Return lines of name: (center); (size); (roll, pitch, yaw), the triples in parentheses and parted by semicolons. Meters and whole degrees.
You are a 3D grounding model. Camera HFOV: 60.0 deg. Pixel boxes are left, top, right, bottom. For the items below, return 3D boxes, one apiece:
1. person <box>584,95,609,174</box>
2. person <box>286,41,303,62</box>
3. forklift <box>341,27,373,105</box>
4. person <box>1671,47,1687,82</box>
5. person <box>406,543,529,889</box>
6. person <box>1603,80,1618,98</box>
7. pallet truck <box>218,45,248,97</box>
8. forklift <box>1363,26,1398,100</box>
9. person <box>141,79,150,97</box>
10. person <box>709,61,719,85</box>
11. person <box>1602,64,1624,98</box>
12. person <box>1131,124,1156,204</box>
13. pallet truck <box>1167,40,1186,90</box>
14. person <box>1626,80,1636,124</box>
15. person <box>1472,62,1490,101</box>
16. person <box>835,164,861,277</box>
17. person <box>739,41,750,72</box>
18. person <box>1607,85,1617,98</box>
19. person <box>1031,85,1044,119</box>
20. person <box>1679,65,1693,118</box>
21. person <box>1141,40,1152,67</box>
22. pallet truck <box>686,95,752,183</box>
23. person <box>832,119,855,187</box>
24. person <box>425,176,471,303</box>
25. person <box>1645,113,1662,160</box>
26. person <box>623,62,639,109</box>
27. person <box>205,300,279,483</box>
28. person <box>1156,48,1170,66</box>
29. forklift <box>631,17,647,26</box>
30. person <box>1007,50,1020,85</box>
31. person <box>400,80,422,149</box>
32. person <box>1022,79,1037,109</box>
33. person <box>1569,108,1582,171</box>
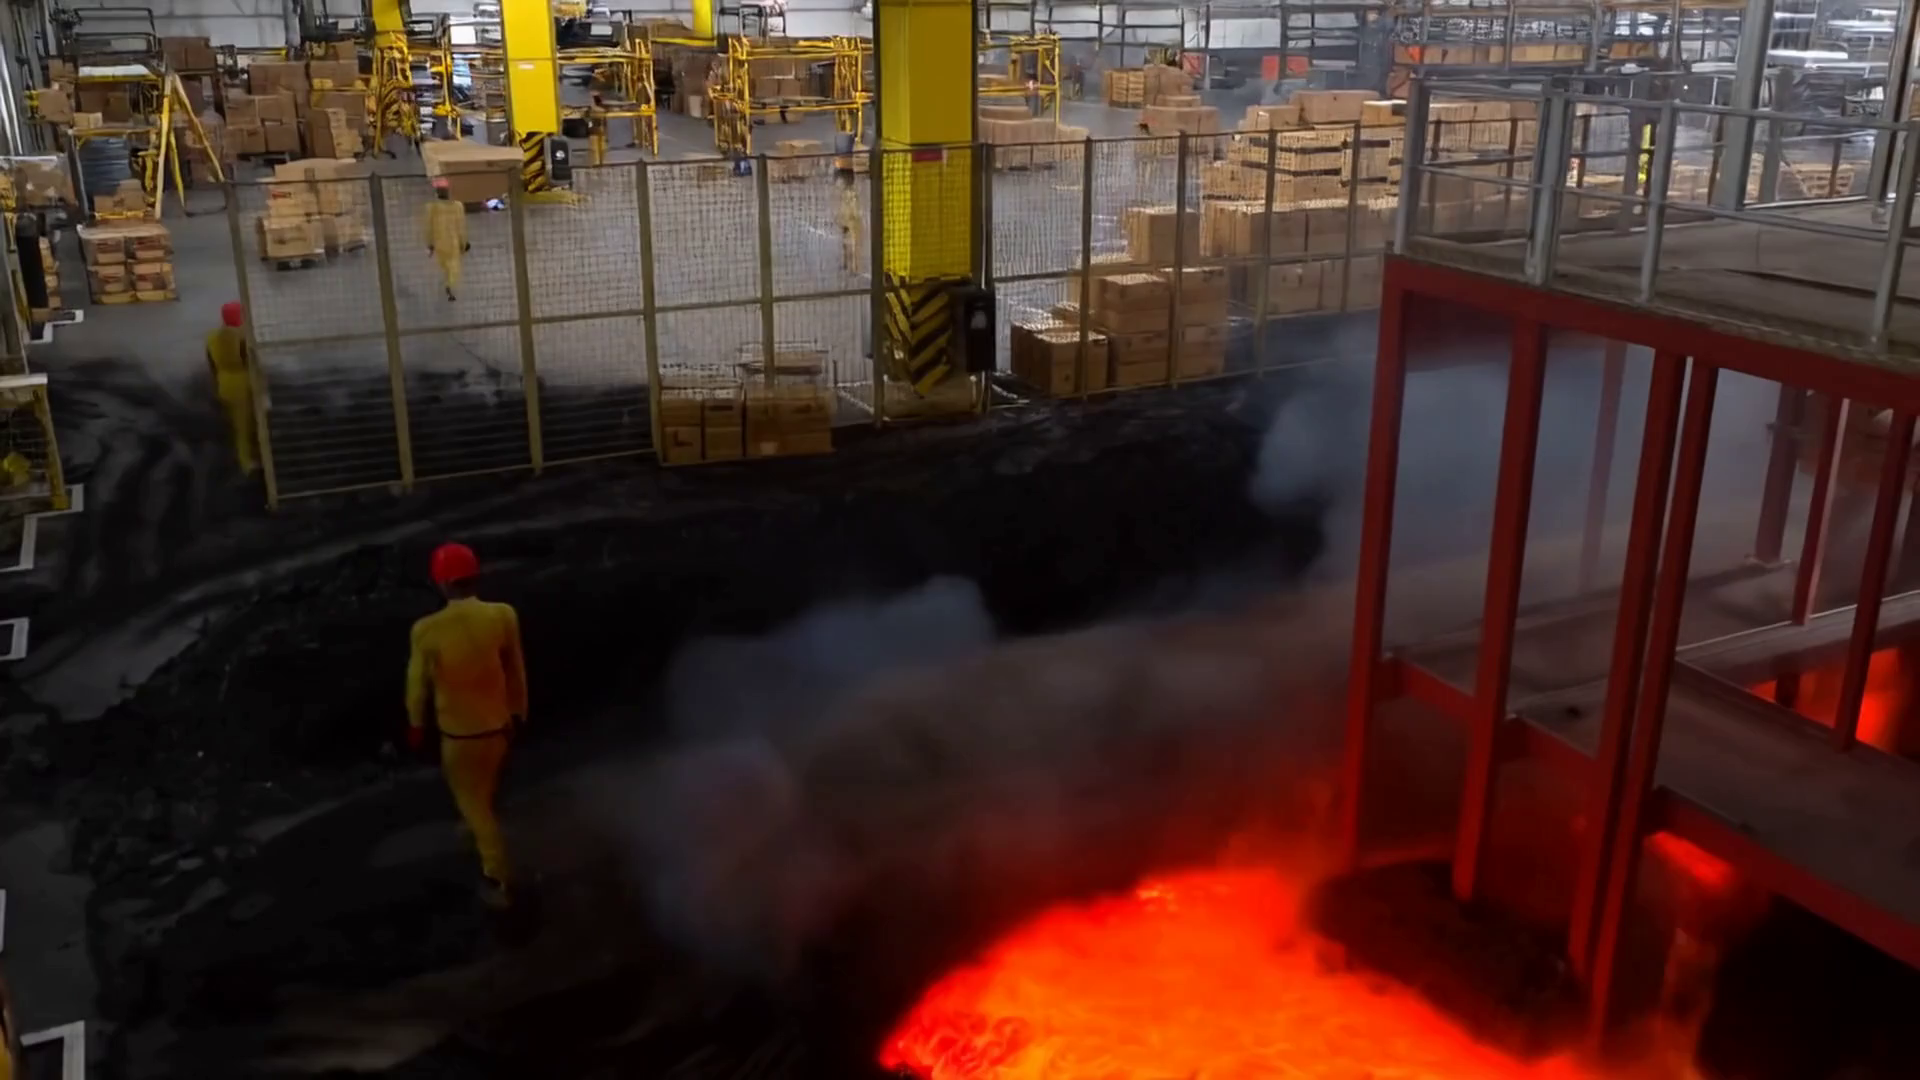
person: (-9.016, -10.087, 41.356); (0.589, 1.924, 0.383); (-13, 23, -33)
person: (-28.579, -20.489, 71.517); (0.638, 1.915, 0.513); (-5, 20, -14)
forklift: (-22.275, -17.346, 60.954); (1.873, 2.768, 1.129); (-9, 21, -25)
person: (31.399, -20.650, 72.441); (0.523, 1.619, 0.504); (3, 19, 9)
person: (-2.772, 0.951, 9.291); (0.617, 1.970, 0.717); (-17, 25, -39)
person: (18.808, -12.506, 48.313); (0.383, 1.959, 0.600); (-3, 19, -9)
pallet truck: (-28.879, -18.665, 66.111); (0.823, 1.965, 1.885); (-3, 19, -9)
forklift: (15.399, -17.701, 61.983); (1.873, 2.768, 1.129); (-9, 21, -25)
person: (-25.095, -13.431, 51.492); (0.525, 1.631, 0.319); (9, 21, 25)
person: (-8.347, -15.335, 56.647); (0.414, 1.869, 0.612); (-8, 21, -22)
person: (20.928, -14.278, 53.450); (0.619, 1.962, 0.835); (9, 21, 24)
person: (3.983, -8.176, 36.167); (0.502, 1.692, 0.912); (6, 20, 17)
pallet truck: (9.045, -19.971, 69.895); (0.823, 1.965, 1.885); (-3, 19, -8)
person: (22.171, -14.535, 54.513); (0.377, 1.754, 0.539); (15, 24, 37)
person: (16.681, -14.289, 53.358); (0.616, 2.000, 0.704); (5, 20, 15)
person: (-1.852, -5.315, 27.657); (0.429, 1.844, 0.640); (-2, 19, -6)
person: (-9.249, -20.381, 71.172); (0.632, 1.940, 0.372); (-7, 20, -18)
person: (17.740, -11.485, 45.489); (0.520, 1.871, 0.326); (-9, 21, -24)
person: (2.151, -11.828, 46.606); (0.981, 1.798, 0.535); (14, 24, 35)
person: (24.827, -15.257, 56.601); (0.401, 1.755, 0.530); (-8, 20, -21)
person: (8.276, -21.296, 73.971); (0.430, 1.845, 0.624); (9, 21, 26)
pallet truck: (-5.836, -9.608, 39.856); (0.823, 1.965, 1.885); (10, 22, 27)
person: (-2.615, -8.608, 37.426); (0.534, 1.692, 0.321); (7, 20, 19)
person: (-7.845, -4.642, 25.602); (0.606, 1.893, 0.789); (-1, 19, -3)
person: (15.727, -8.741, 37.493); (0.949, 1.891, 0.574); (-15, 24, -36)
person: (-11.814, -16.443, 59.762); (0.370, 1.935, 0.547); (18, 26, 42)
person: (-7.096, -1.466, 16.500); (0.647, 1.826, 0.456); (4, 19, 12)
person: (7.966, -18.168, 64.813); (0.630, 1.895, 0.692); (-12, 22, -31)
forklift: (-14.037, -21.519, 73.051); (1.873, 2.768, 1.129); (5, 20, 14)
person: (2.330, -20.711, 72.653); (0.613, 1.592, 0.822); (2, 19, 5)
person: (-15.511, -11.997, 46.927); (0.890, 1.908, 0.552); (15, 24, 37)
person: (1.975, -12.274, 47.771); (0.513, 1.876, 0.328); (-12, 22, -31)
person: (13.968, -9.019, 38.335); (0.575, 1.880, 0.871); (-3, 19, -8)
